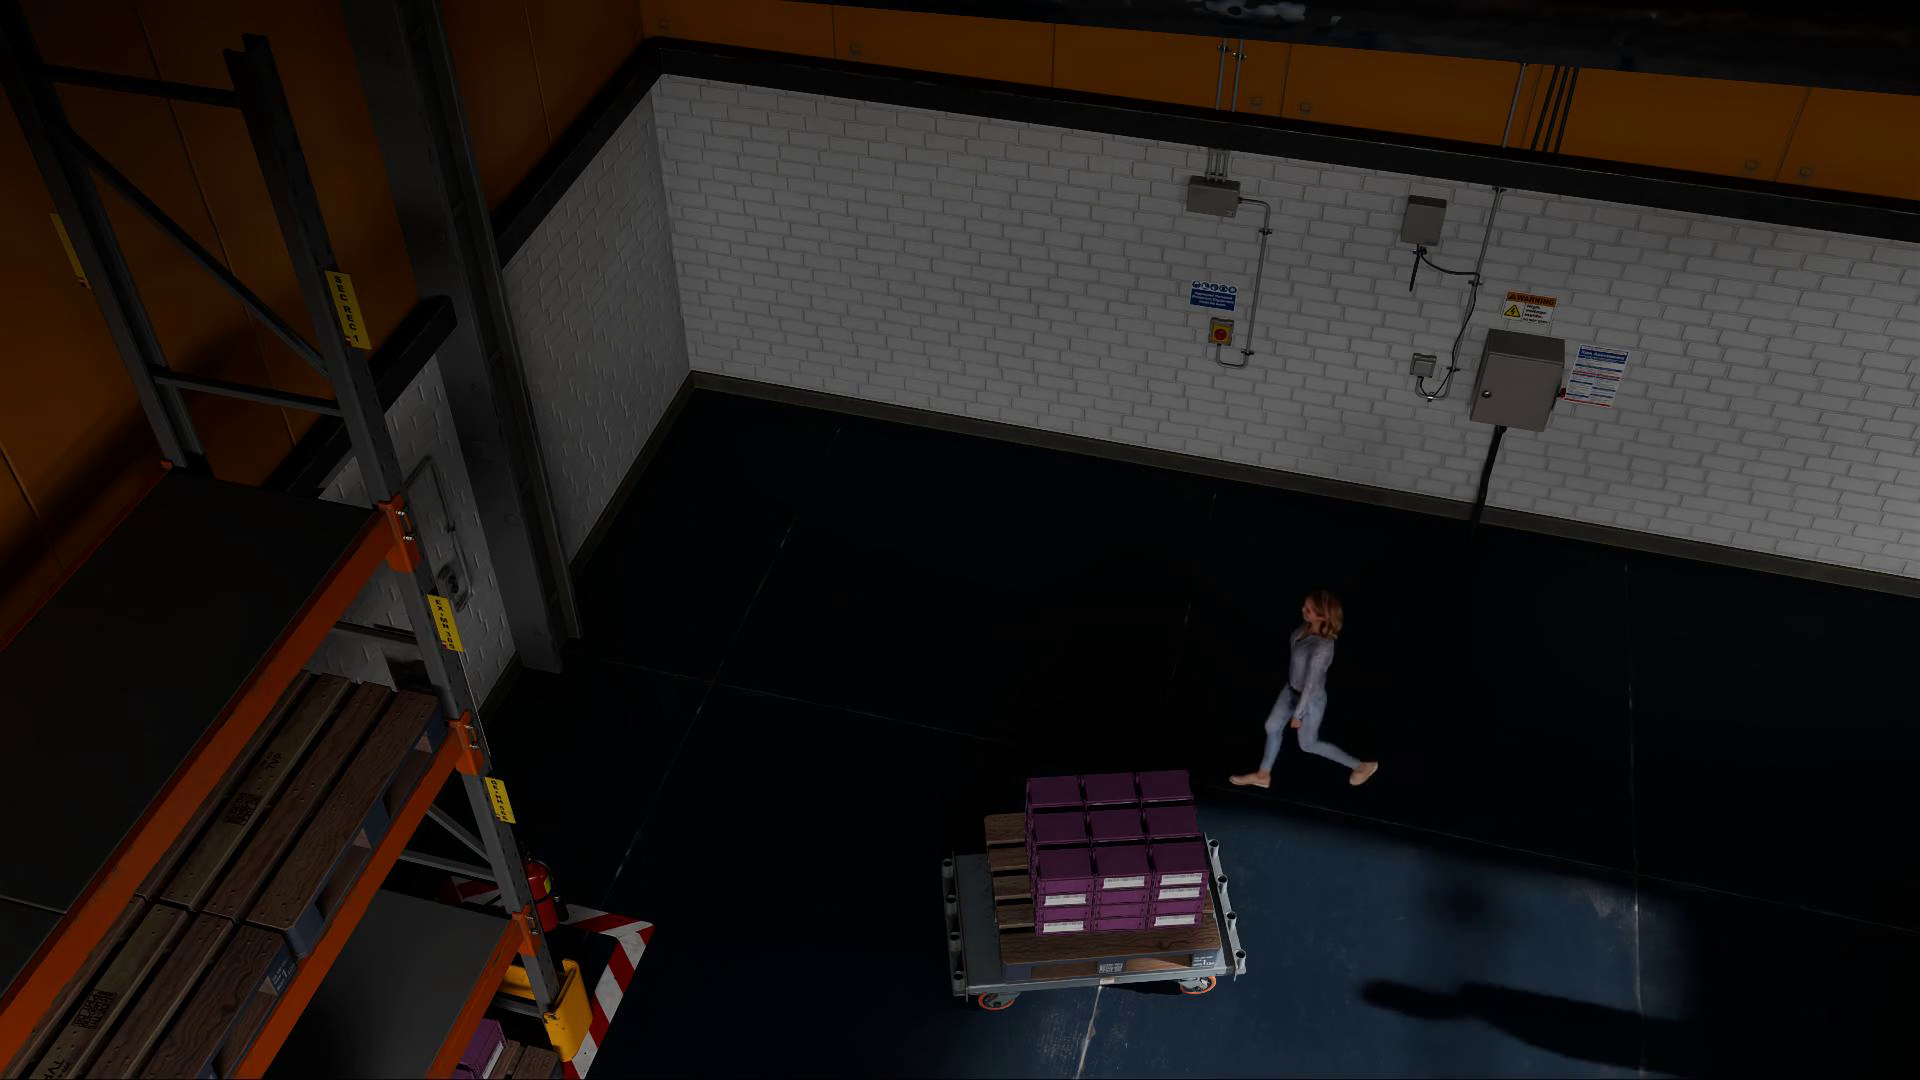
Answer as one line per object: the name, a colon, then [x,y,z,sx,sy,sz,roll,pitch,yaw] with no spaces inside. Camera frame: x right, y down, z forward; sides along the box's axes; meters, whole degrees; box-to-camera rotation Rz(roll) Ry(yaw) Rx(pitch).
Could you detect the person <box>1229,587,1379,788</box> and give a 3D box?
person: [2.165,0.944,9.996,0.784,1.768,1.094,4,44,5]
